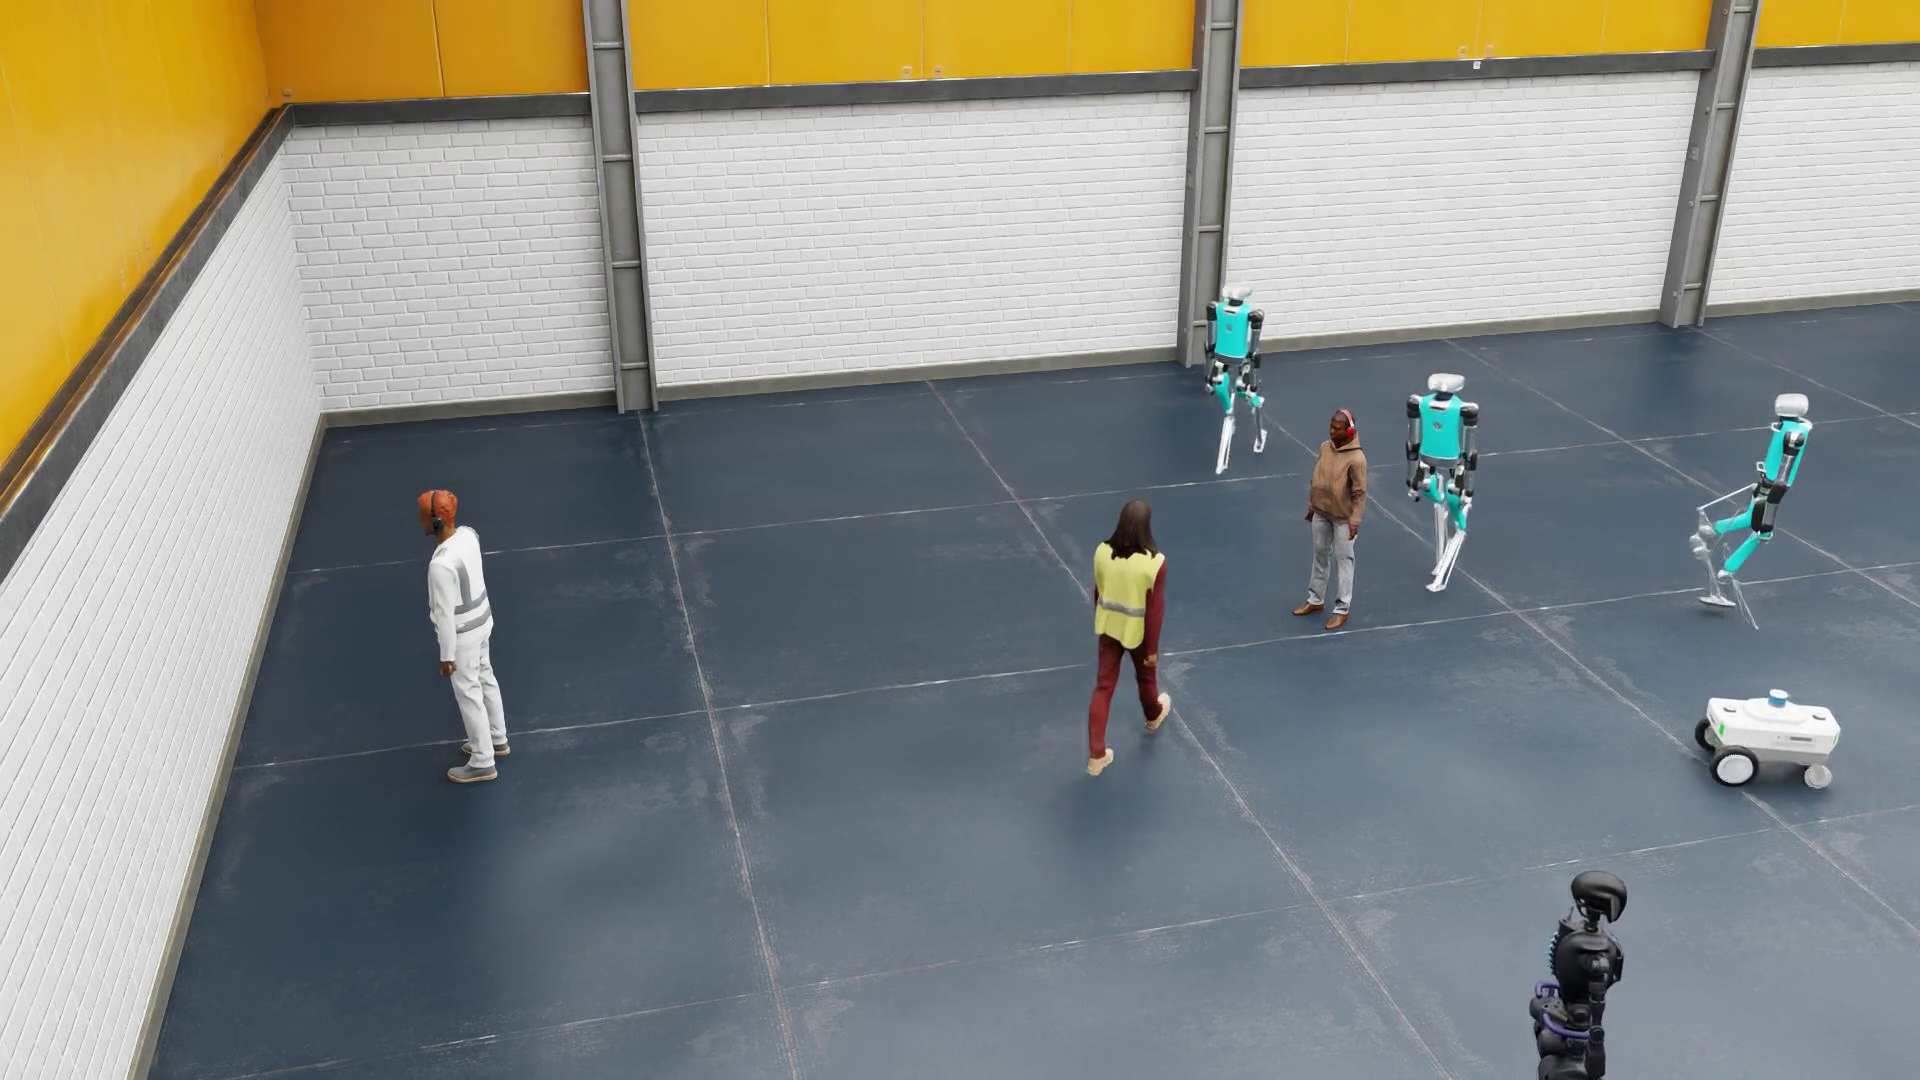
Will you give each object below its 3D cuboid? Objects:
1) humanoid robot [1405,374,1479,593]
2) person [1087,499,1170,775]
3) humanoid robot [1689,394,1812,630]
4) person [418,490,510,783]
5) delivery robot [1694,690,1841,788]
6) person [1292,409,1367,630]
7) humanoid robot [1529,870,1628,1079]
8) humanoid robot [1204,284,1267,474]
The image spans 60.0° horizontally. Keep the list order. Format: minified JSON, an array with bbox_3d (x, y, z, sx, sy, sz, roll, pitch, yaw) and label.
[{"bbox_3d":[3.691,-0.484,12.615,0.560,1.743,0.878,15,28,31],"label":"humanoid robot"},{"bbox_3d":[1.057,0.549,10.322,0.490,1.712,0.958,12,26,25],"label":"person"},{"bbox_3d":[5.625,-0.207,12.037,0.770,1.811,0.540,9,25,20],"label":"humanoid robot"},{"bbox_3d":[-3.012,0.570,10.080,0.348,1.877,0.569,1,24,1],"label":"person"},{"bbox_3d":[4.970,1.208,10.267,0.777,0.598,0.499,4,24,10],"label":"delivery robot"},{"bbox_3d":[2.718,-0.168,12.021,0.332,1.651,0.470,-17,29,-34],"label":"person"},{"bbox_3d":[2.509,2.076,6.958,0.766,1.638,0.603,3,24,7],"label":"humanoid robot"},{"bbox_3d":[2.583,-1.516,15.012,0.541,1.766,0.949,15,28,31],"label":"humanoid robot"}]
